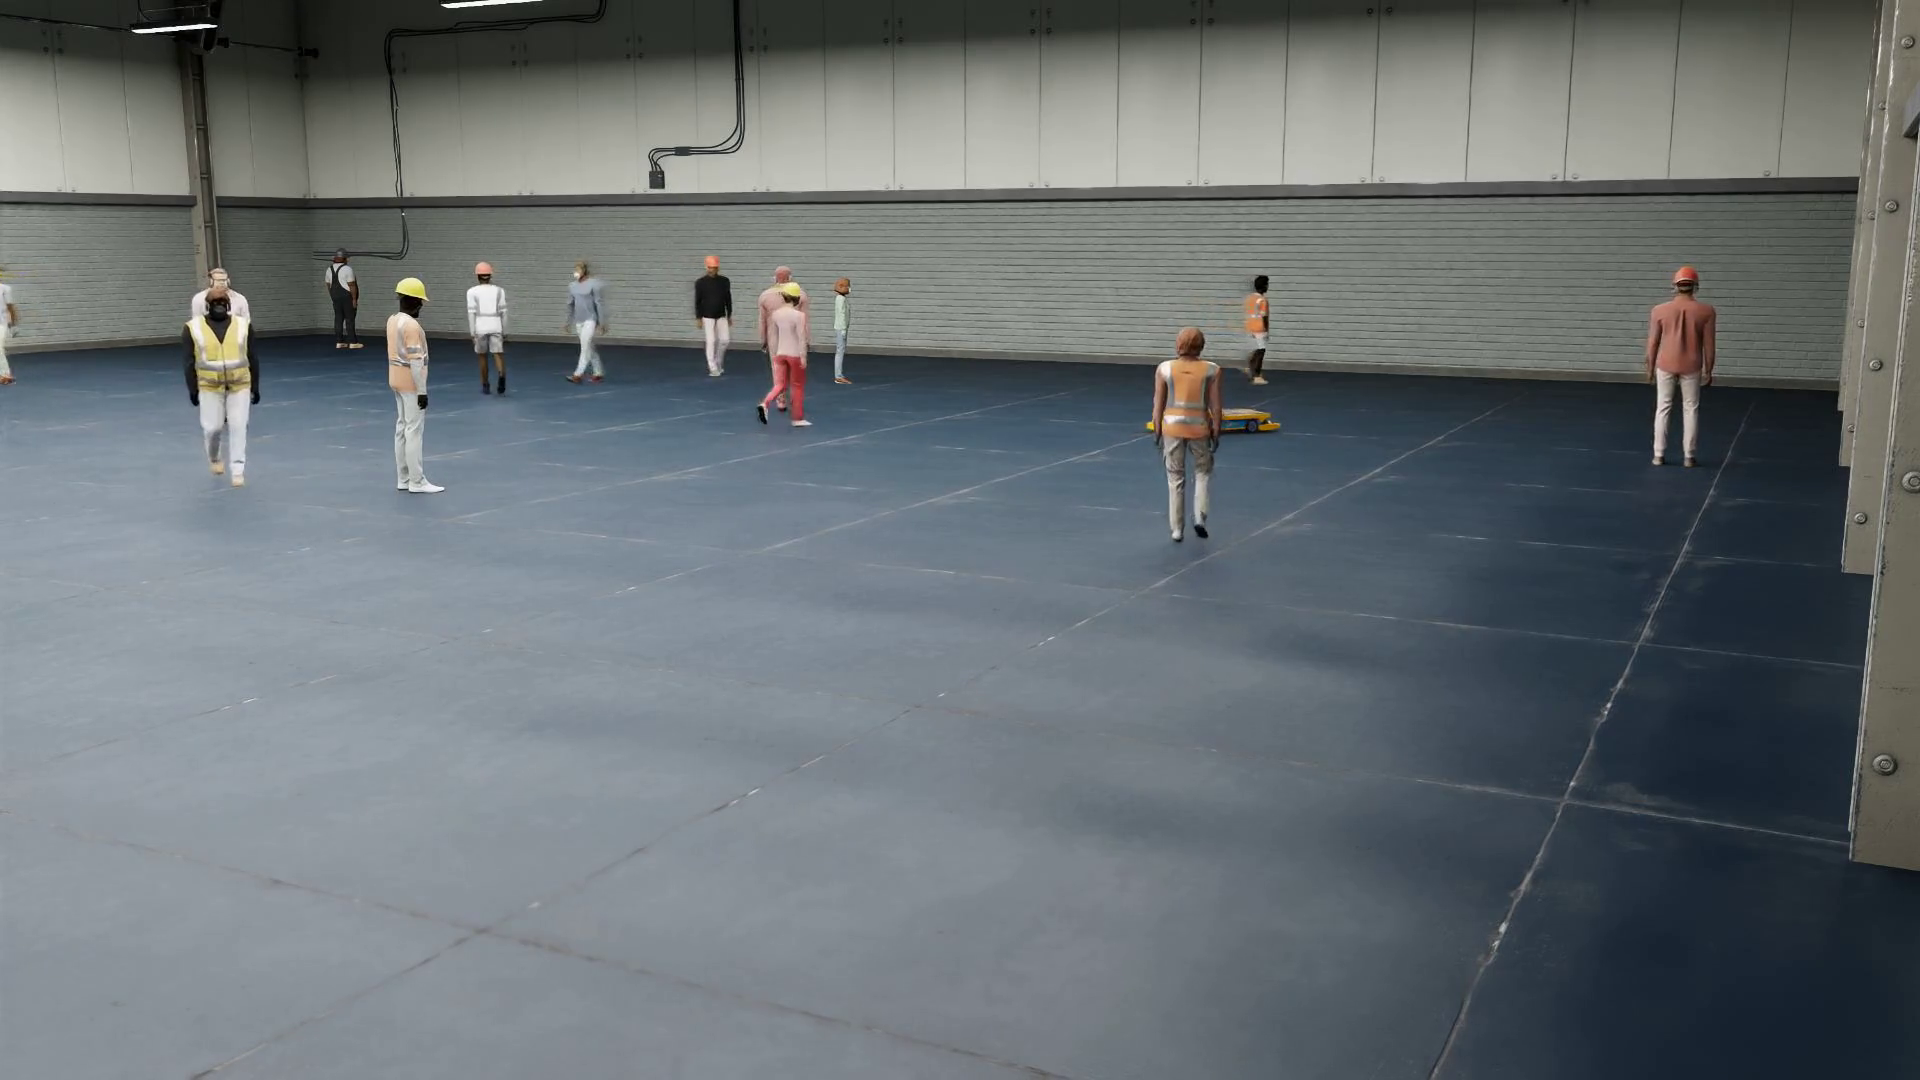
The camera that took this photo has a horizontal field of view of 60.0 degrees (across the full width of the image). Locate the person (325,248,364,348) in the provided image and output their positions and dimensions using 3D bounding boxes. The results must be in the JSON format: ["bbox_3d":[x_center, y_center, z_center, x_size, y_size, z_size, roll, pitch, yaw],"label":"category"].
[{"bbox_3d":[-12.560,-4.943,33.999,0.678,2.000,0.537,4,11,23],"label":"person"}]

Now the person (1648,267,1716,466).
[{"bbox_3d":[7.191,-1.721,16.587,0.626,1.985,0.407,5,11,25],"label":"person"}]

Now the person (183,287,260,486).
[{"bbox_3d":[-6.798,-1.417,15.361,0.631,1.826,0.551,-5,12,-27],"label":"person"}]

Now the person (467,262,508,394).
[{"bbox_3d":[-6.761,-3.024,23.871,0.553,1.922,0.729,-5,12,-27],"label":"person"}]

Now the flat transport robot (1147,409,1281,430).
[{"bbox_3d":[2.976,-1.395,19.480,1.431,0.197,0.652,-5,11,-23],"label":"flat transport robot"}]

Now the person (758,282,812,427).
[{"bbox_3d":[-2.076,-2.197,19.834,0.529,1.747,0.643,9,14,39],"label":"person"}]

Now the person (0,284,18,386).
[{"bbox_3d":[-14.767,-3.271,25.403,0.550,1.846,0.653,2,11,12],"label":"person"}]

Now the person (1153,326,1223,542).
[{"bbox_3d":[1.701,-0.789,12.486,0.522,1.628,0.372,2,11,9],"label":"person"}]

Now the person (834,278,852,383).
[{"bbox_3d":[-1.829,-3.263,25.949,0.266,1.631,0.507,-1,10,-7],"label":"person"}]

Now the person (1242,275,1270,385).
[{"bbox_3d":[4.624,-3.227,25.603,0.371,1.682,0.552,-3,11,-15],"label":"person"}]

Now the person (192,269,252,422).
[{"bbox_3d":[-9.019,-2.378,20.446,0.680,1.872,0.864,-7,13,-34],"label":"person"}]

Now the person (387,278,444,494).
[{"bbox_3d":[-4.902,-1.375,14.881,0.378,1.918,0.585,-8,13,-37],"label":"person"}]

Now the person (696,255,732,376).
[{"bbox_3d":[-4.004,-3.649,27.097,0.654,1.978,0.432,-6,12,-30],"label":"person"}]

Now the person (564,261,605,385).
[{"bbox_3d":[-5.856,-3.352,25.739,0.652,1.883,1.003,6,12,31],"label":"person"}]

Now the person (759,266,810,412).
[{"bbox_3d":[-2.298,-2.640,21.838,0.673,1.887,0.656,0,10,-2],"label":"person"}]
